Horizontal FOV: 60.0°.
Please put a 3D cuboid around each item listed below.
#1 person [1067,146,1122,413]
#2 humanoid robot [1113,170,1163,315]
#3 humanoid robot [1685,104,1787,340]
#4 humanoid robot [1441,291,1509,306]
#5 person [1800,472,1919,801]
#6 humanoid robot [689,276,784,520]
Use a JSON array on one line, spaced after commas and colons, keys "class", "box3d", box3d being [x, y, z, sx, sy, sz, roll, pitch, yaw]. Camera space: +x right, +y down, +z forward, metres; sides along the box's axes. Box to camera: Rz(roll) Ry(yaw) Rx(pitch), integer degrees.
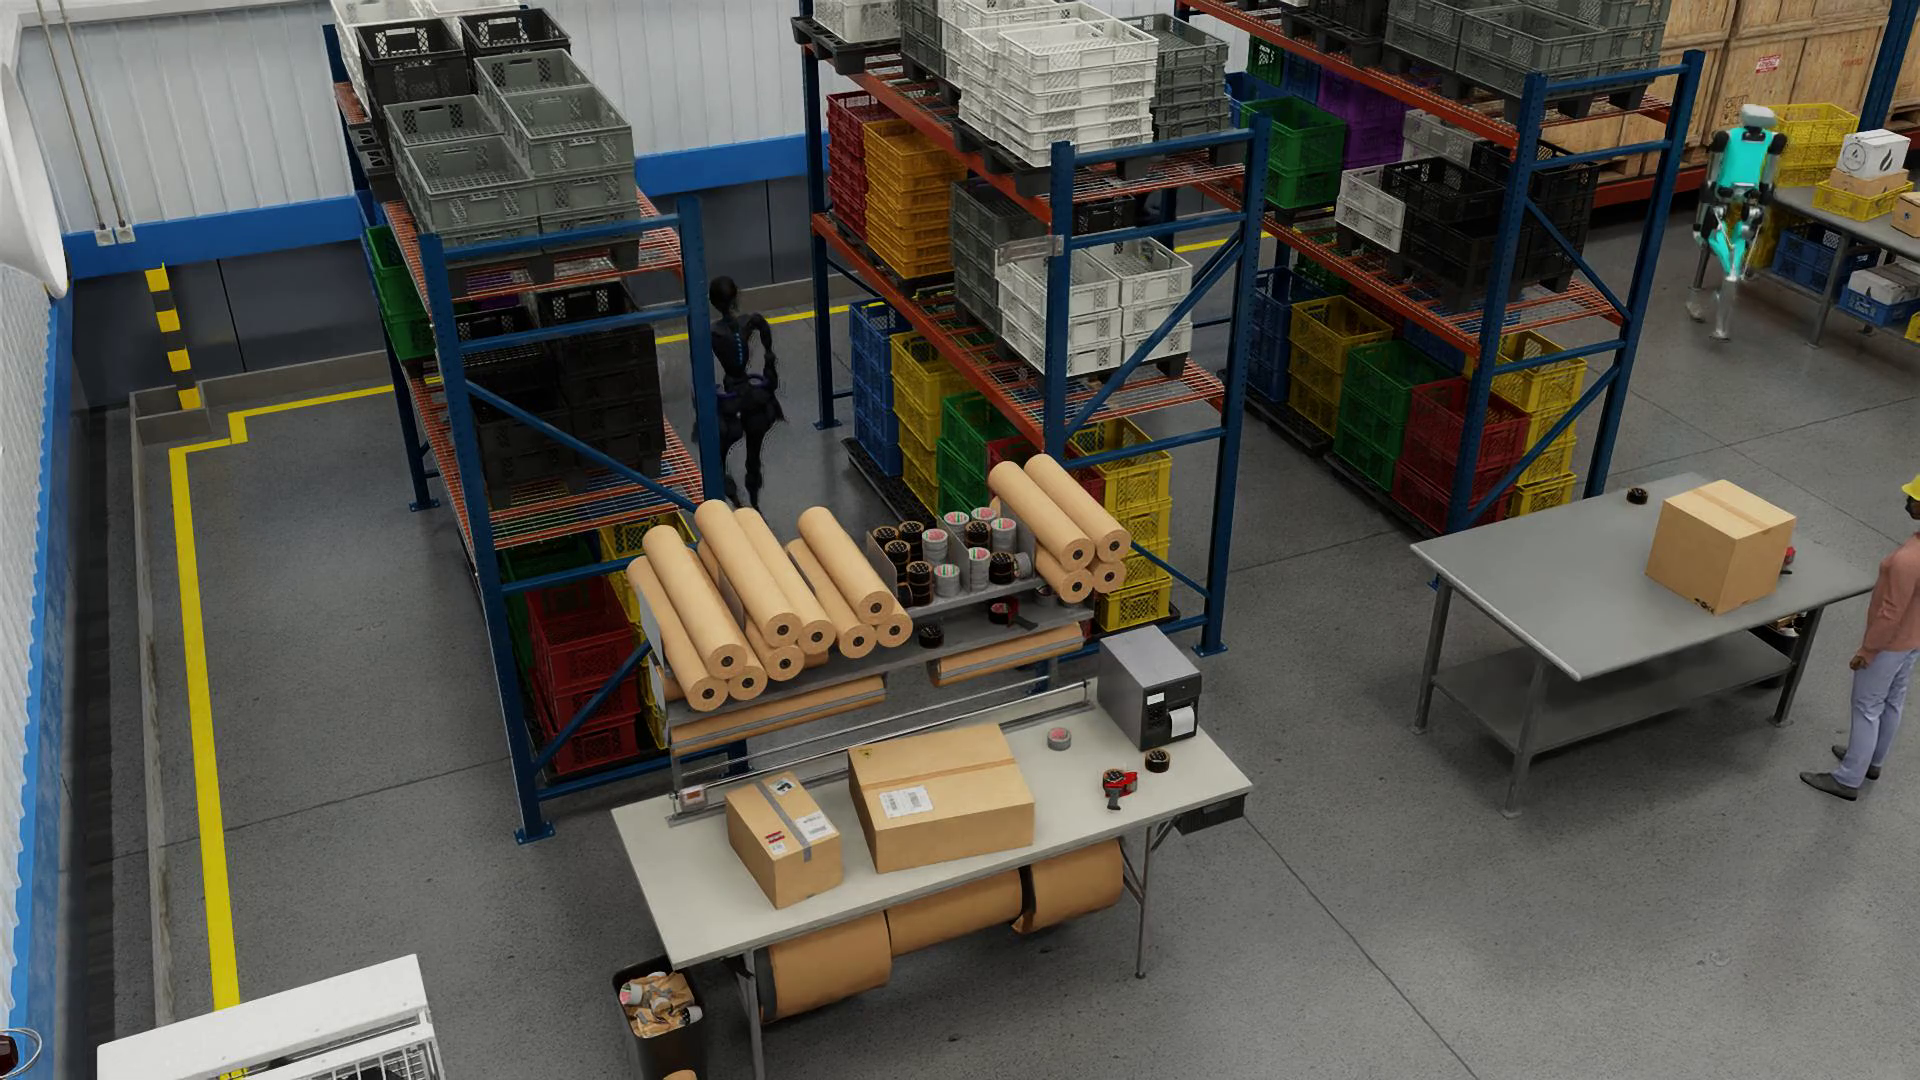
[{"class": "person", "box3d": [0.878, -1.716, 11.086, 0.607, 2.031, 0.405, -27, 41, -37]}, {"class": "humanoid robot", "box3d": [1.334, -2.327, 12.456, 0.609, 1.653, 0.674, 14, 34, 21]}, {"class": "humanoid robot", "box3d": [5.750, -2.235, 12.254, 0.541, 1.764, 1.035, 1, 32, 2]}, {"class": "humanoid robot", "box3d": [3.532, -1.799, 11.595, 0.616, 1.657, 0.584, -8, 33, -13]}, {"class": "person", "box3d": [4.373, 0.437, 7.831, 0.533, 1.767, 0.316, -22, 38, -32]}, {"class": "humanoid robot", "box3d": [-1.304, -0.786, 9.900, 0.589, 1.642, 0.402, -19, 37, -28]}]
